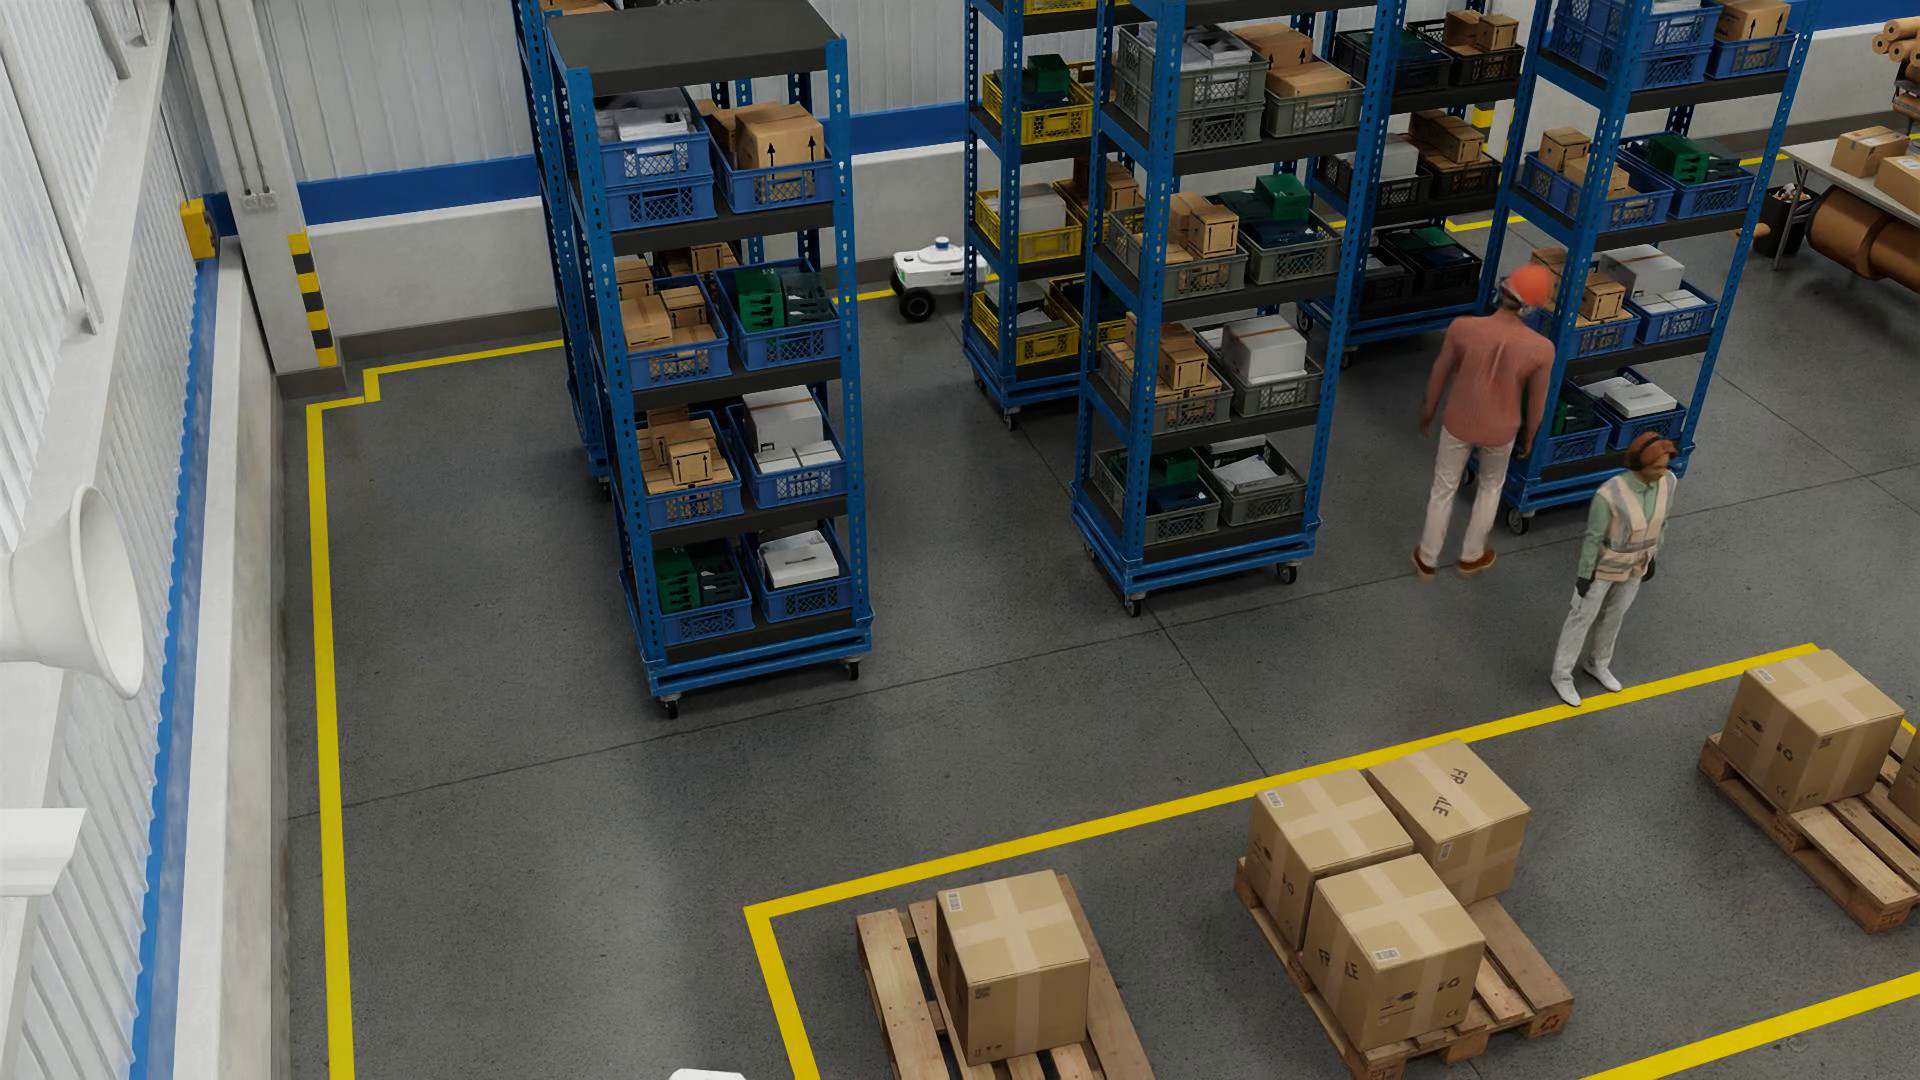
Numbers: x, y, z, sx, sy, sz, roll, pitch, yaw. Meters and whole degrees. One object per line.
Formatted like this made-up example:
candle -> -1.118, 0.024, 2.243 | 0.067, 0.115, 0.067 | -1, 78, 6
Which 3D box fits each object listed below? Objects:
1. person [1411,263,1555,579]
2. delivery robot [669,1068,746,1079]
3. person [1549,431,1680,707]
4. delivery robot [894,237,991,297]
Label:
person -> 2.979, -0.667, 9.516 | 0.646, 1.971, 0.435 | 10, 36, 14
delivery robot -> -1.021, 2.377, 6.339 | 0.477, 0.478, 0.707 | 4, 35, 5
person -> 3.413, 0.140, 8.660 | 0.508, 1.631, 0.312 | -14, 37, -19
delivery robot -> -0.130, -2.061, 12.631 | 0.707, 0.478, 0.477 | -6, 36, -9
